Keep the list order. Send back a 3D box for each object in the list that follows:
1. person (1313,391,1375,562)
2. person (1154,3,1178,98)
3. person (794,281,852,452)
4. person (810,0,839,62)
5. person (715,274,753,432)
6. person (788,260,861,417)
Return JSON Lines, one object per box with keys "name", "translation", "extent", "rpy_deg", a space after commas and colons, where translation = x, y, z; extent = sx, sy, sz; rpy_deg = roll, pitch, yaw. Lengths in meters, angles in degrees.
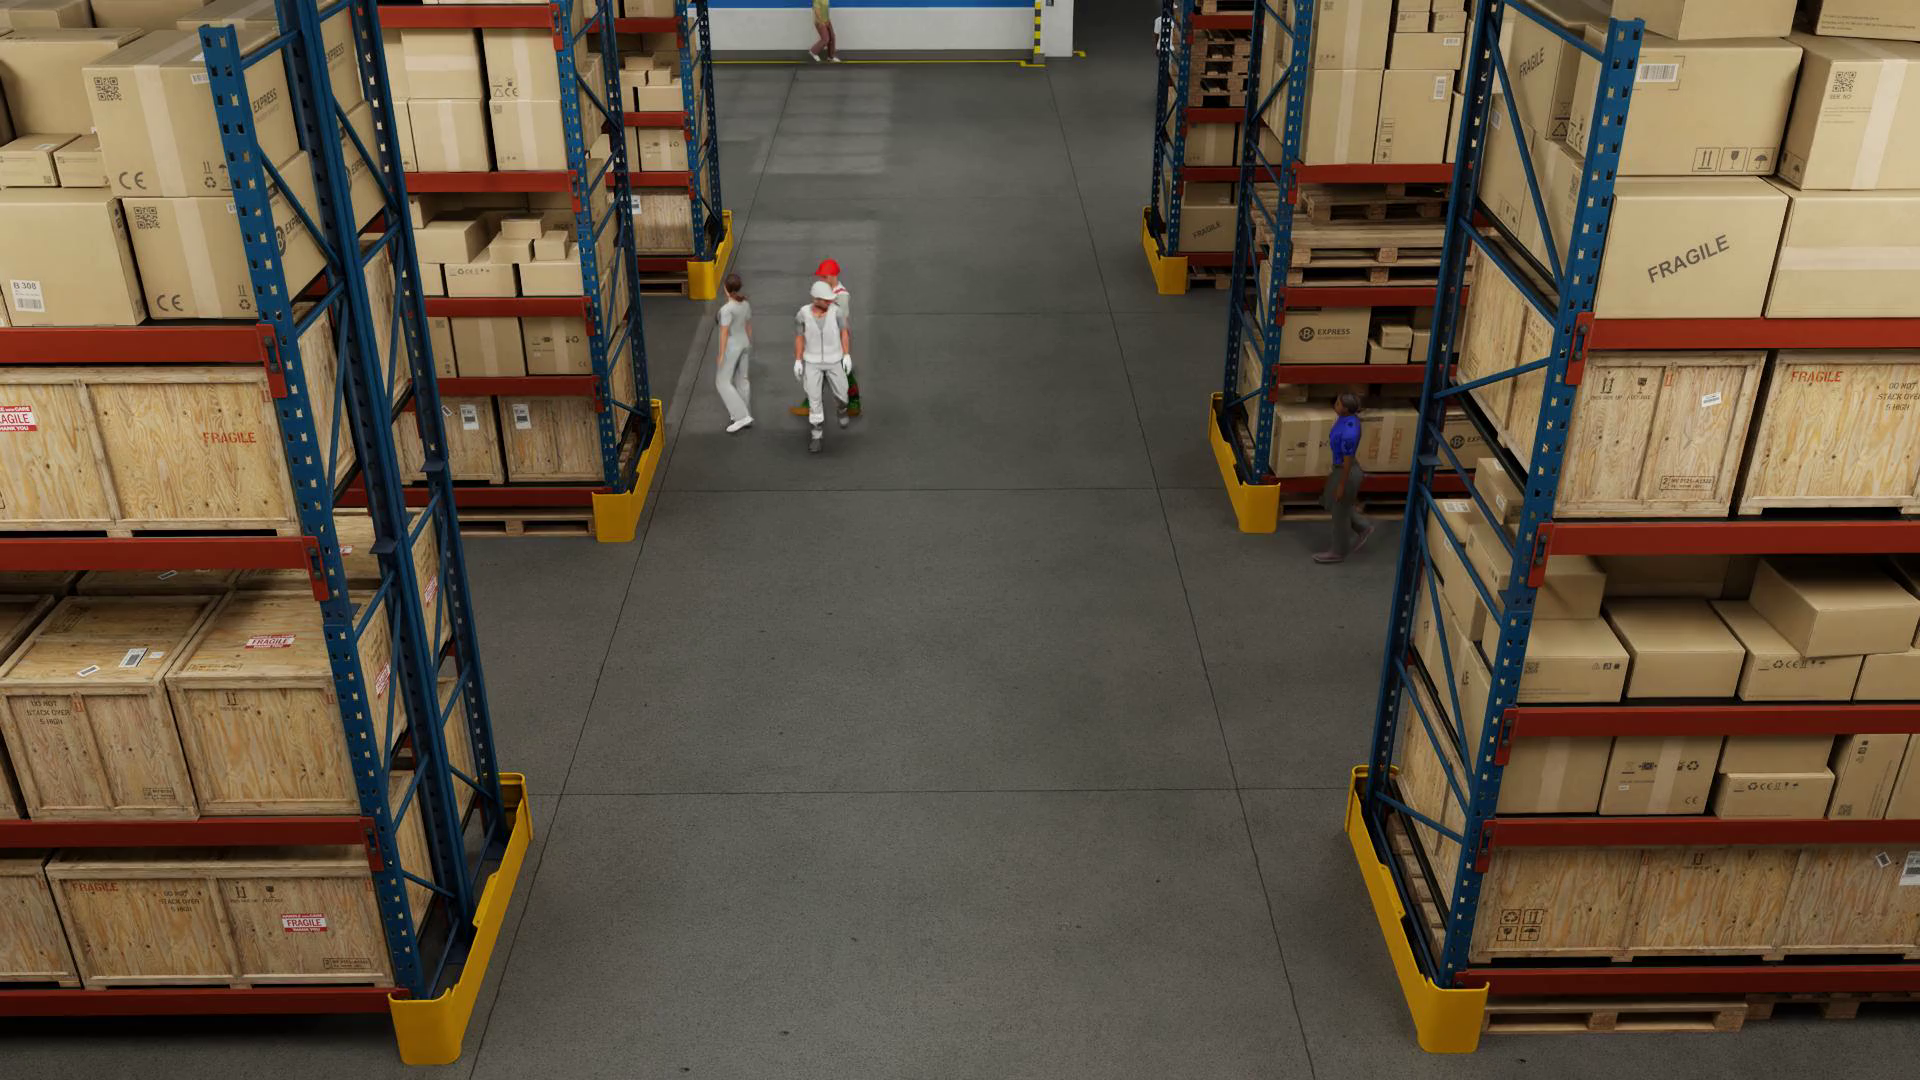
{"name": "person", "translation": [3.558, -0.584, 15.088], "extent": [0.543, 1.652, 0.486], "rpy_deg": [4, 29, 8]}
{"name": "person", "translation": [3.861, -9.071, 30.779], "extent": [0.386, 1.771, 0.563], "rpy_deg": [-22, 35, -34]}
{"name": "person", "translation": [-1.432, -1.866, 17.345], "extent": [0.609, 1.781, 0.723], "rpy_deg": [-3, 28, -5]}
{"name": "person", "translation": [-2.758, -10.437, 33.461], "extent": [0.506, 1.639, 0.578], "rpy_deg": [17, 33, 29]}
{"name": "person", "translation": [-2.382, -1.997, 17.703], "extent": [0.448, 1.660, 0.589], "rpy_deg": [15, 32, 26]}
{"name": "person", "translation": [-1.465, -2.126, 17.825], "extent": [0.774, 1.773, 0.576], "rpy_deg": [-16, 32, -27]}
